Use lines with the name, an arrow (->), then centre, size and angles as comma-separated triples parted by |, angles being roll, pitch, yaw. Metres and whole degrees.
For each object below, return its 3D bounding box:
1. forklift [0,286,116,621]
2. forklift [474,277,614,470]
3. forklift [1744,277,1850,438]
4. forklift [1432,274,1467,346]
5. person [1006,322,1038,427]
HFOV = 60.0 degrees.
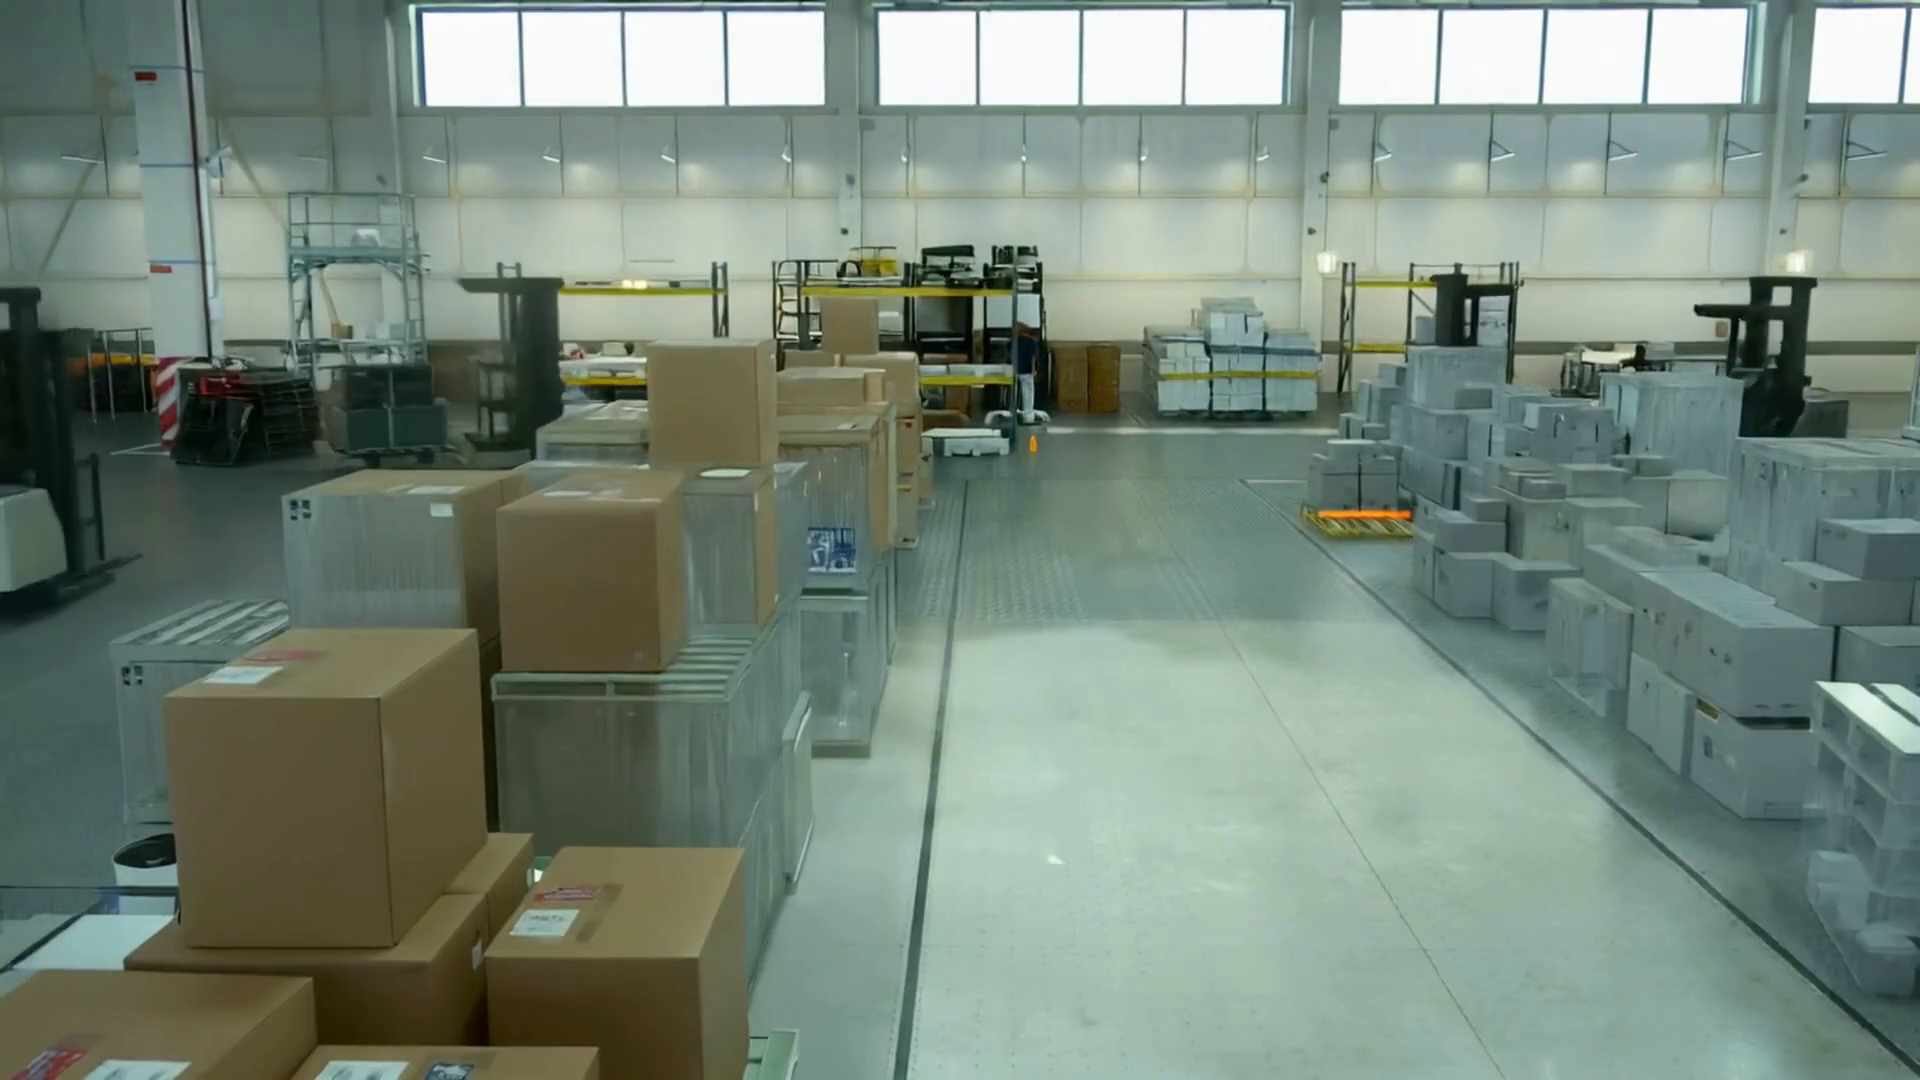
forklift -> -8.425, -0.801, 14.436 | 1.129, 2.768, 1.873 | -1, 9, -3
forklift -> -5.764, -2.251, 23.121 | 1.873, 2.768, 1.129 | -4, 10, -25
forklift -> 11.681, -2.370, 23.829 | 1.873, 2.768, 1.129 | -3, 10, -15
forklift -> 8.573, -3.288, 29.333 | 1.873, 2.768, 1.129 | 0, 9, 1
person -> 1.127, -3.040, 30.665 | 0.630, 1.938, 0.372 | -4, 10, -20
